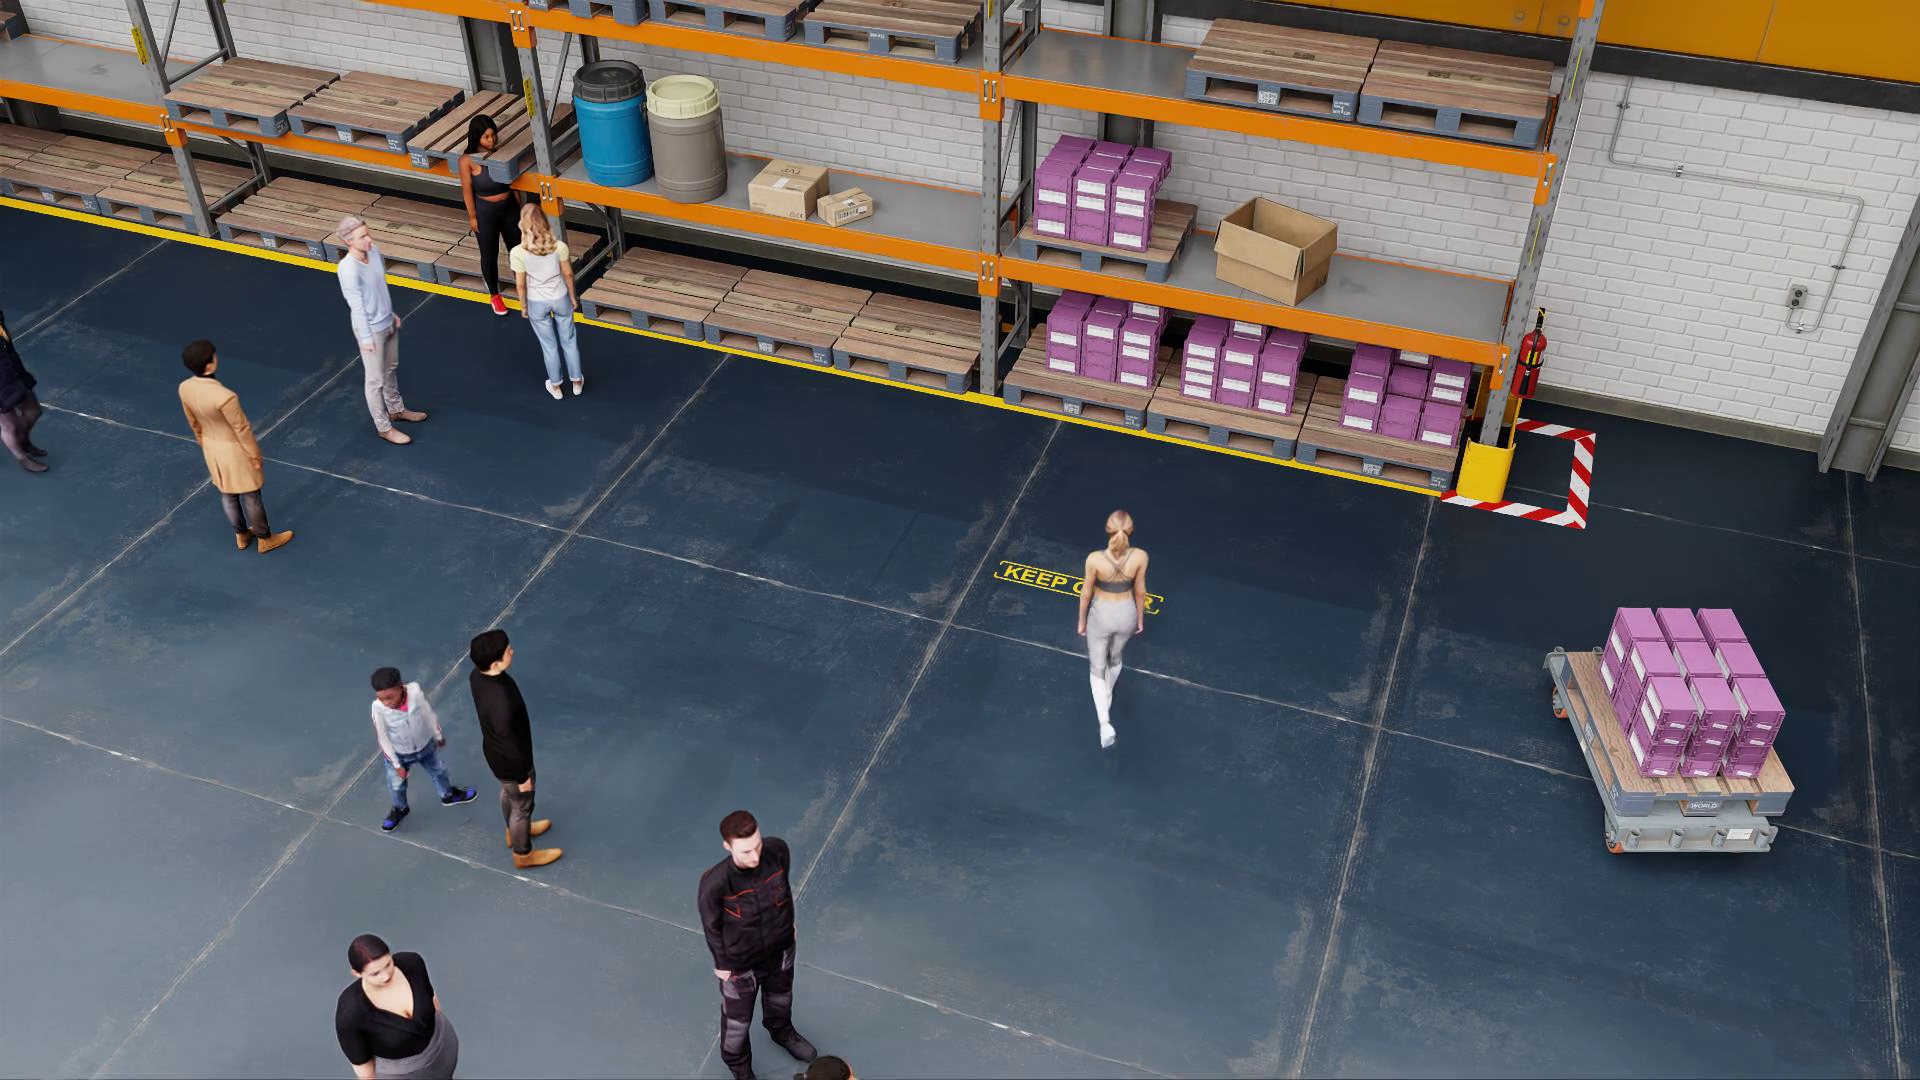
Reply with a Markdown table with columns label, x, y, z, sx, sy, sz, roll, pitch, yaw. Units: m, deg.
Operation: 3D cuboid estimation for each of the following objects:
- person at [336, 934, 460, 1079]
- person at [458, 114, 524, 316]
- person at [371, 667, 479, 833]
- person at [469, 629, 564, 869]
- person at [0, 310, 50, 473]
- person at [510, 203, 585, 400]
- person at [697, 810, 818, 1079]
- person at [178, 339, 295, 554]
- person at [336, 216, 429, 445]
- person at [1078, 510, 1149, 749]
| label | x | y | z | sx | sy | sz | roll | pitch | yaw |
| --- | --- | --- | --- | --- | --- | --- | --- | --- | --- |
| person | -2.641 | 2.455 | 7.898 | 0.688 | 1.759 | 0.726 | 22 | 44 | 25 |
| person | -4.053 | -2.867 | 14.517 | 0.769 | 1.816 | 0.795 | -25 | 45 | -28 |
| person | -3.244 | 1.177 | 9.909 | 0.775 | 1.246 | 0.770 | 32 | 48 | 33 |
| person | -2.581 | 1.199 | 9.503 | 0.758 | 1.719 | 0.689 | -18 | 42 | -21 |
| person | -7.345 | -1.216 | 12.569 | 0.688 | 1.668 | 0.693 | 8 | 39 | 10 |
| person | -3.308 | -1.912 | 13.395 | 0.694 | 1.723 | 0.767 | -14 | 41 | -17 |
| person | -1.024 | 2.034 | 8.300 | 0.775 | 1.915 | 0.758 | -31 | 48 | -32 |
| person | -5.208 | -0.652 | 11.815 | 0.545 | 1.726 | 0.696 | 14 | 41 | 17 |
| person | -4.557 | -1.660 | 12.944 | 0.620 | 1.893 | 0.688 | 7 | 39 | 9 |
| person | 0.953 | 0.554 | 10.340 | 1.020 | 1.684 | 0.892 | -2 | 39 | -3 |
